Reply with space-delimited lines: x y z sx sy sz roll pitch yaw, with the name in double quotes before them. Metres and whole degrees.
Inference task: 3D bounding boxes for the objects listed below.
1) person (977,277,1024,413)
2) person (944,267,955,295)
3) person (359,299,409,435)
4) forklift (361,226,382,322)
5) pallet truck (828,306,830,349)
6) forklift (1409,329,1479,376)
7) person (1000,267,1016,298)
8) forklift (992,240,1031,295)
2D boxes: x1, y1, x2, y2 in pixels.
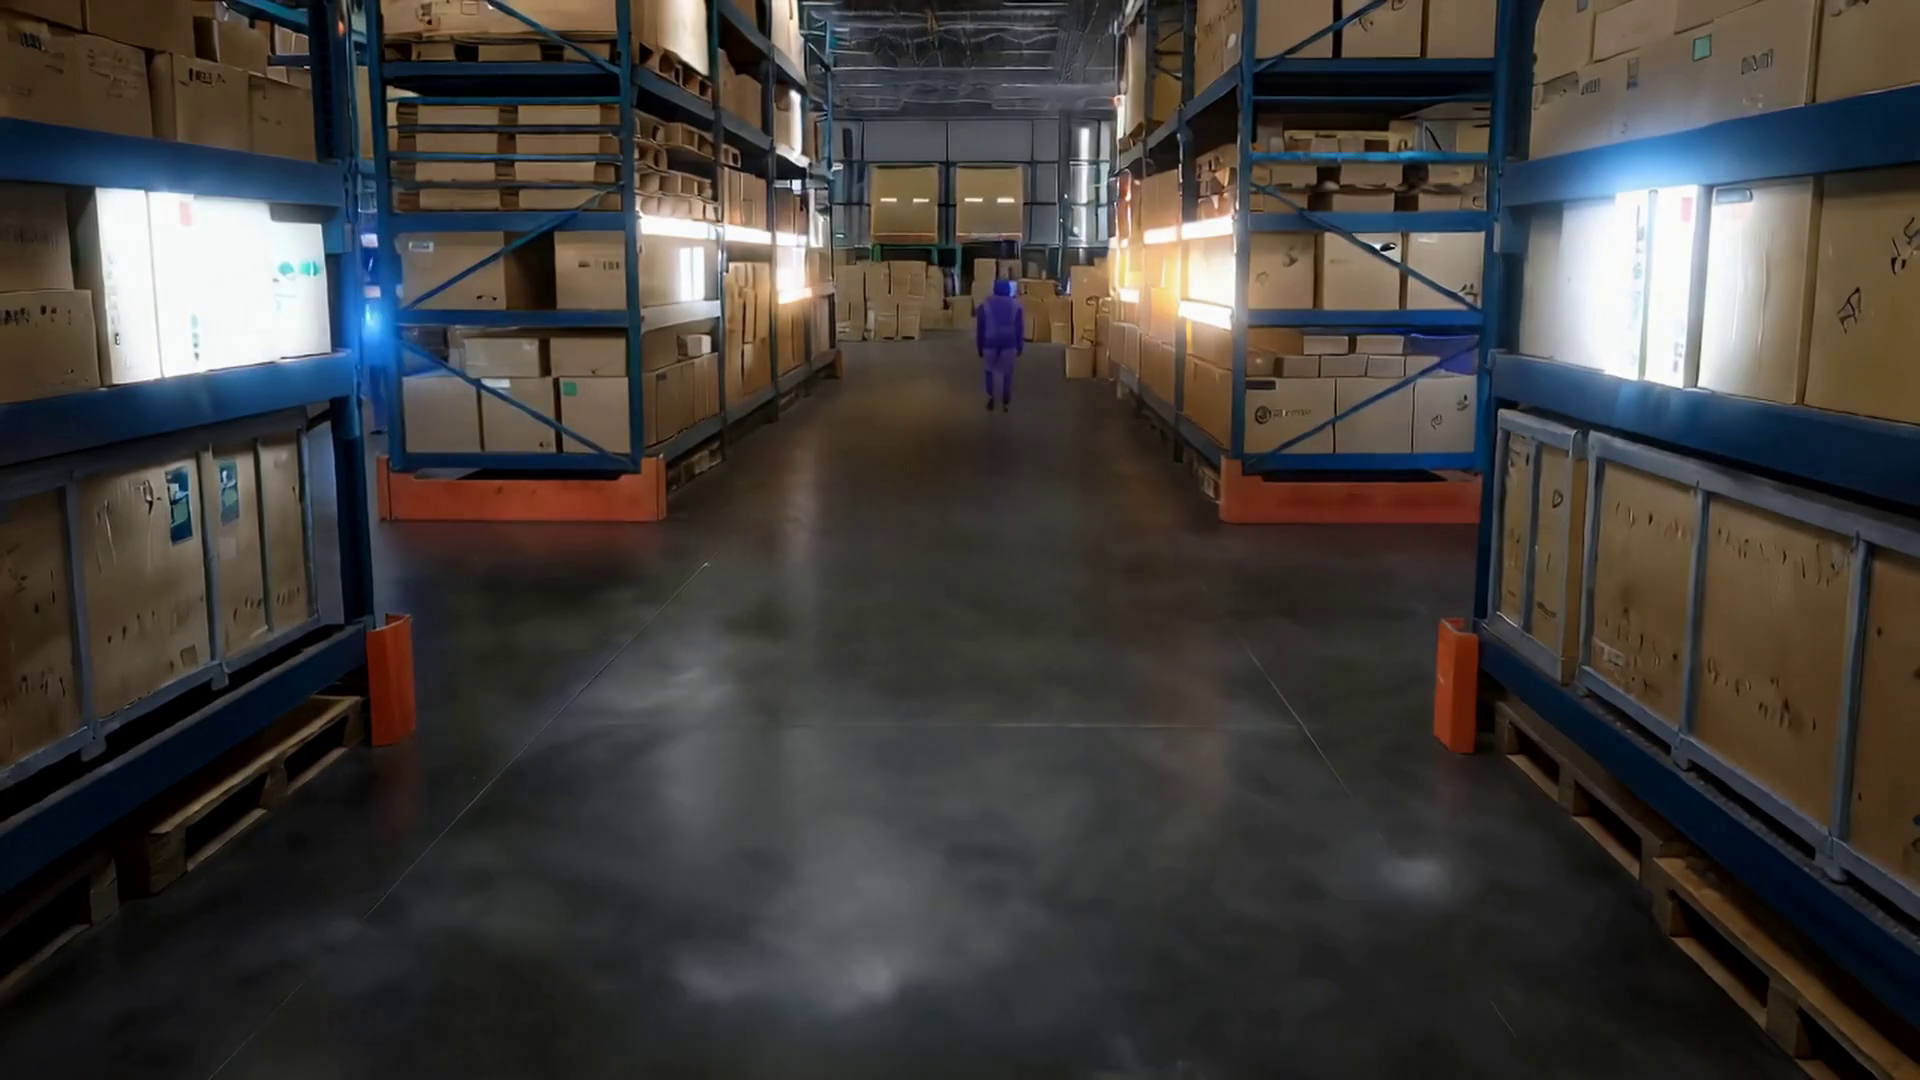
"person" 0.546 -2.649 22.618 0.645 1.818 0.725 0 9 -1
"person" -0.409 -8.295 56.275 0.504 1.863 0.604 -6 11 -30
"person" -6.794 -2.048 19.691 0.551 1.598 0.515 -2 10 -13
"forklift" -13.158 -5.545 36.779 1.129 2.768 1.873 0 9 1
"pallet truck" -3.100 -3.940 29.800 1.885 1.965 0.823 3 10 19
"forklift" 6.478 -3.101 22.140 1.129 2.768 1.873 0 9 1
"person" 0.963 -4.664 34.377 0.392 1.919 0.591 5 11 27
"forklift" 1.563 -9.360 59.630 1.873 2.768 1.129 -8 12 -40
